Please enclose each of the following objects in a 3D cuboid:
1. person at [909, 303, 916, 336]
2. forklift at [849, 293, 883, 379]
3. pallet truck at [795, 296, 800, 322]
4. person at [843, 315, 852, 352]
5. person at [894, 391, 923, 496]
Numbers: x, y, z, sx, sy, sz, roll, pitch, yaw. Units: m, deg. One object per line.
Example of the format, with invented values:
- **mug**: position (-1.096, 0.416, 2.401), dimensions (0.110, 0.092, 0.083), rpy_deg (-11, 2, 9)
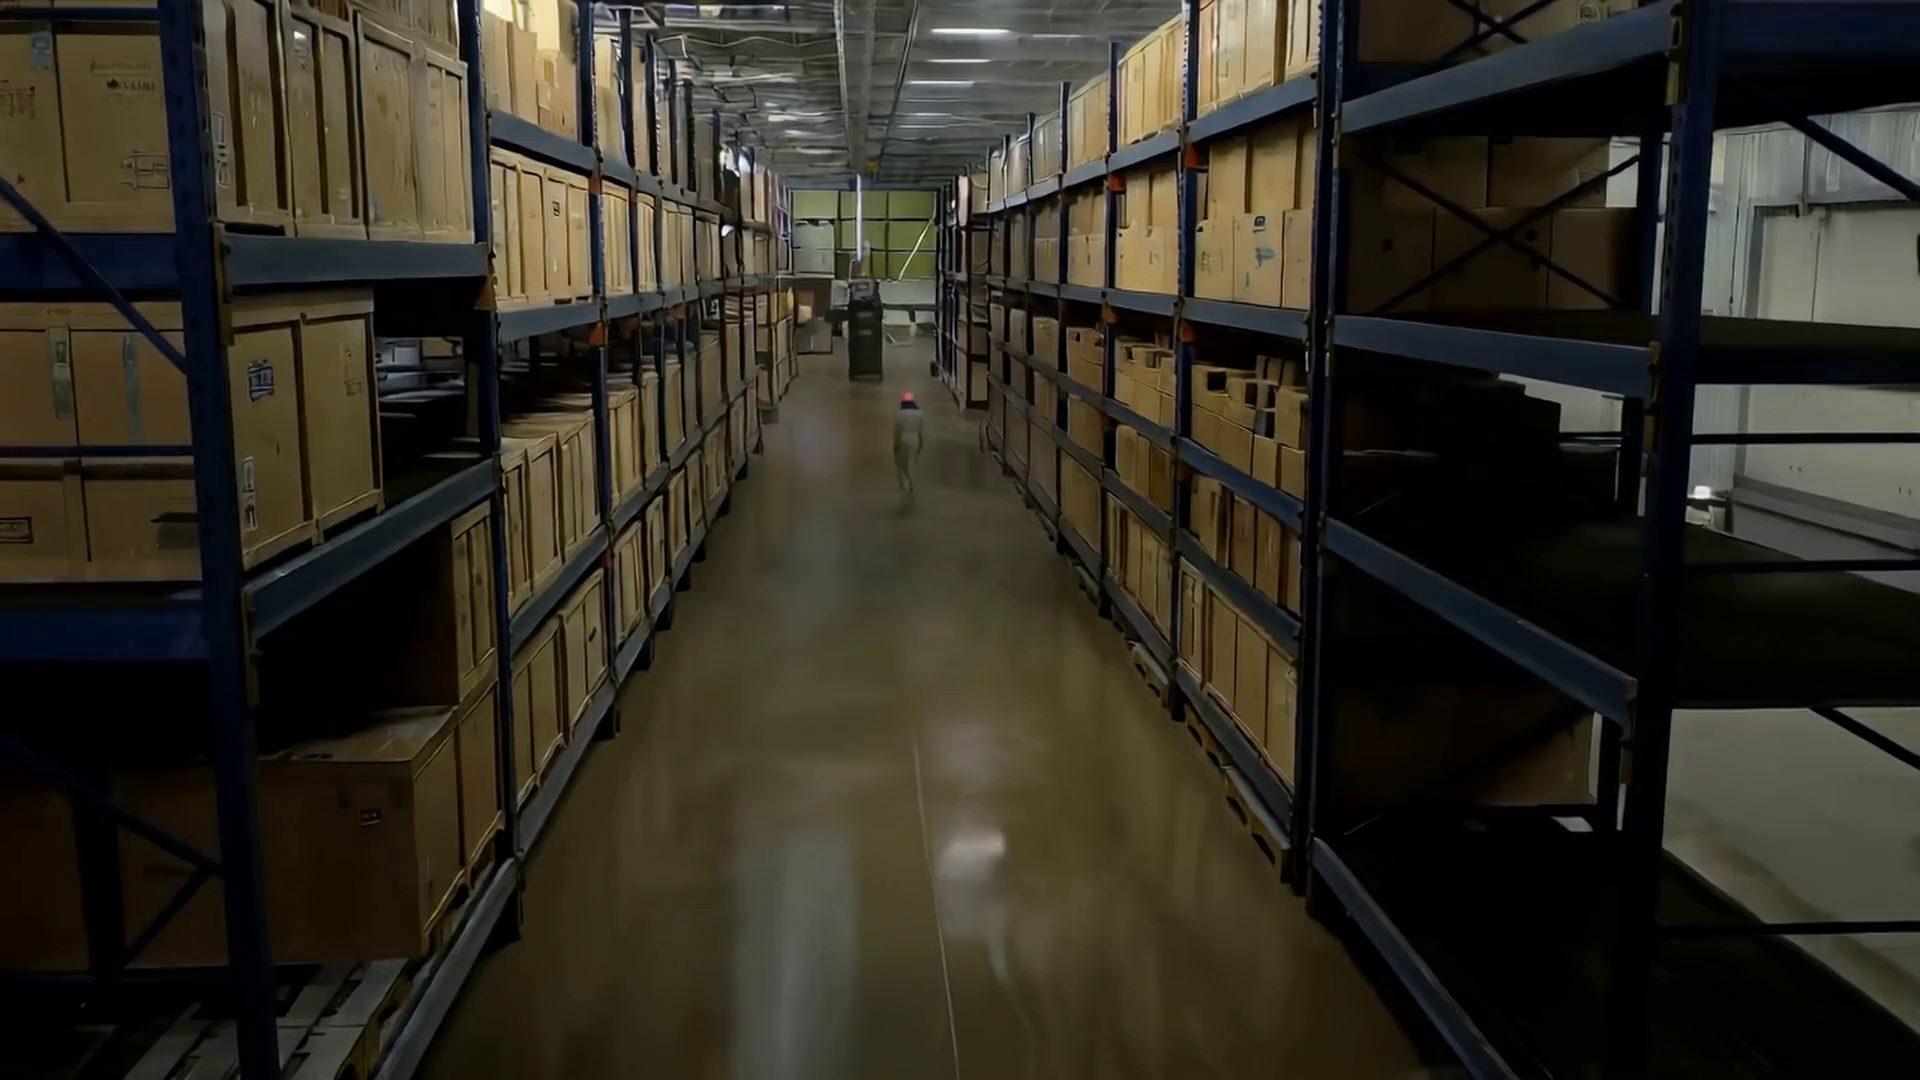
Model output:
- **person**: position (-2.486, -11.503, 86.740), dimensions (0.319, 1.688, 0.539), rpy_deg (4, 10, 22)
- **forklift**: position (-3.118, -6.744, 54.754), dimensions (1.129, 2.768, 1.873), rpy_deg (-1, 10, -3)
- **pallet truck**: position (-8.622, -12.439, 91.403), dimensions (1.885, 1.965, 0.823), rpy_deg (2, 10, 13)
- **person**: position (-4.552, -8.492, 68.854), dimensions (0.590, 1.641, 0.808), rpy_deg (-1, 10, -3)
- **person**: position (-0.856, -1.581, 27.330), dimensions (0.513, 1.727, 0.395), rpy_deg (-3, 10, -18)
